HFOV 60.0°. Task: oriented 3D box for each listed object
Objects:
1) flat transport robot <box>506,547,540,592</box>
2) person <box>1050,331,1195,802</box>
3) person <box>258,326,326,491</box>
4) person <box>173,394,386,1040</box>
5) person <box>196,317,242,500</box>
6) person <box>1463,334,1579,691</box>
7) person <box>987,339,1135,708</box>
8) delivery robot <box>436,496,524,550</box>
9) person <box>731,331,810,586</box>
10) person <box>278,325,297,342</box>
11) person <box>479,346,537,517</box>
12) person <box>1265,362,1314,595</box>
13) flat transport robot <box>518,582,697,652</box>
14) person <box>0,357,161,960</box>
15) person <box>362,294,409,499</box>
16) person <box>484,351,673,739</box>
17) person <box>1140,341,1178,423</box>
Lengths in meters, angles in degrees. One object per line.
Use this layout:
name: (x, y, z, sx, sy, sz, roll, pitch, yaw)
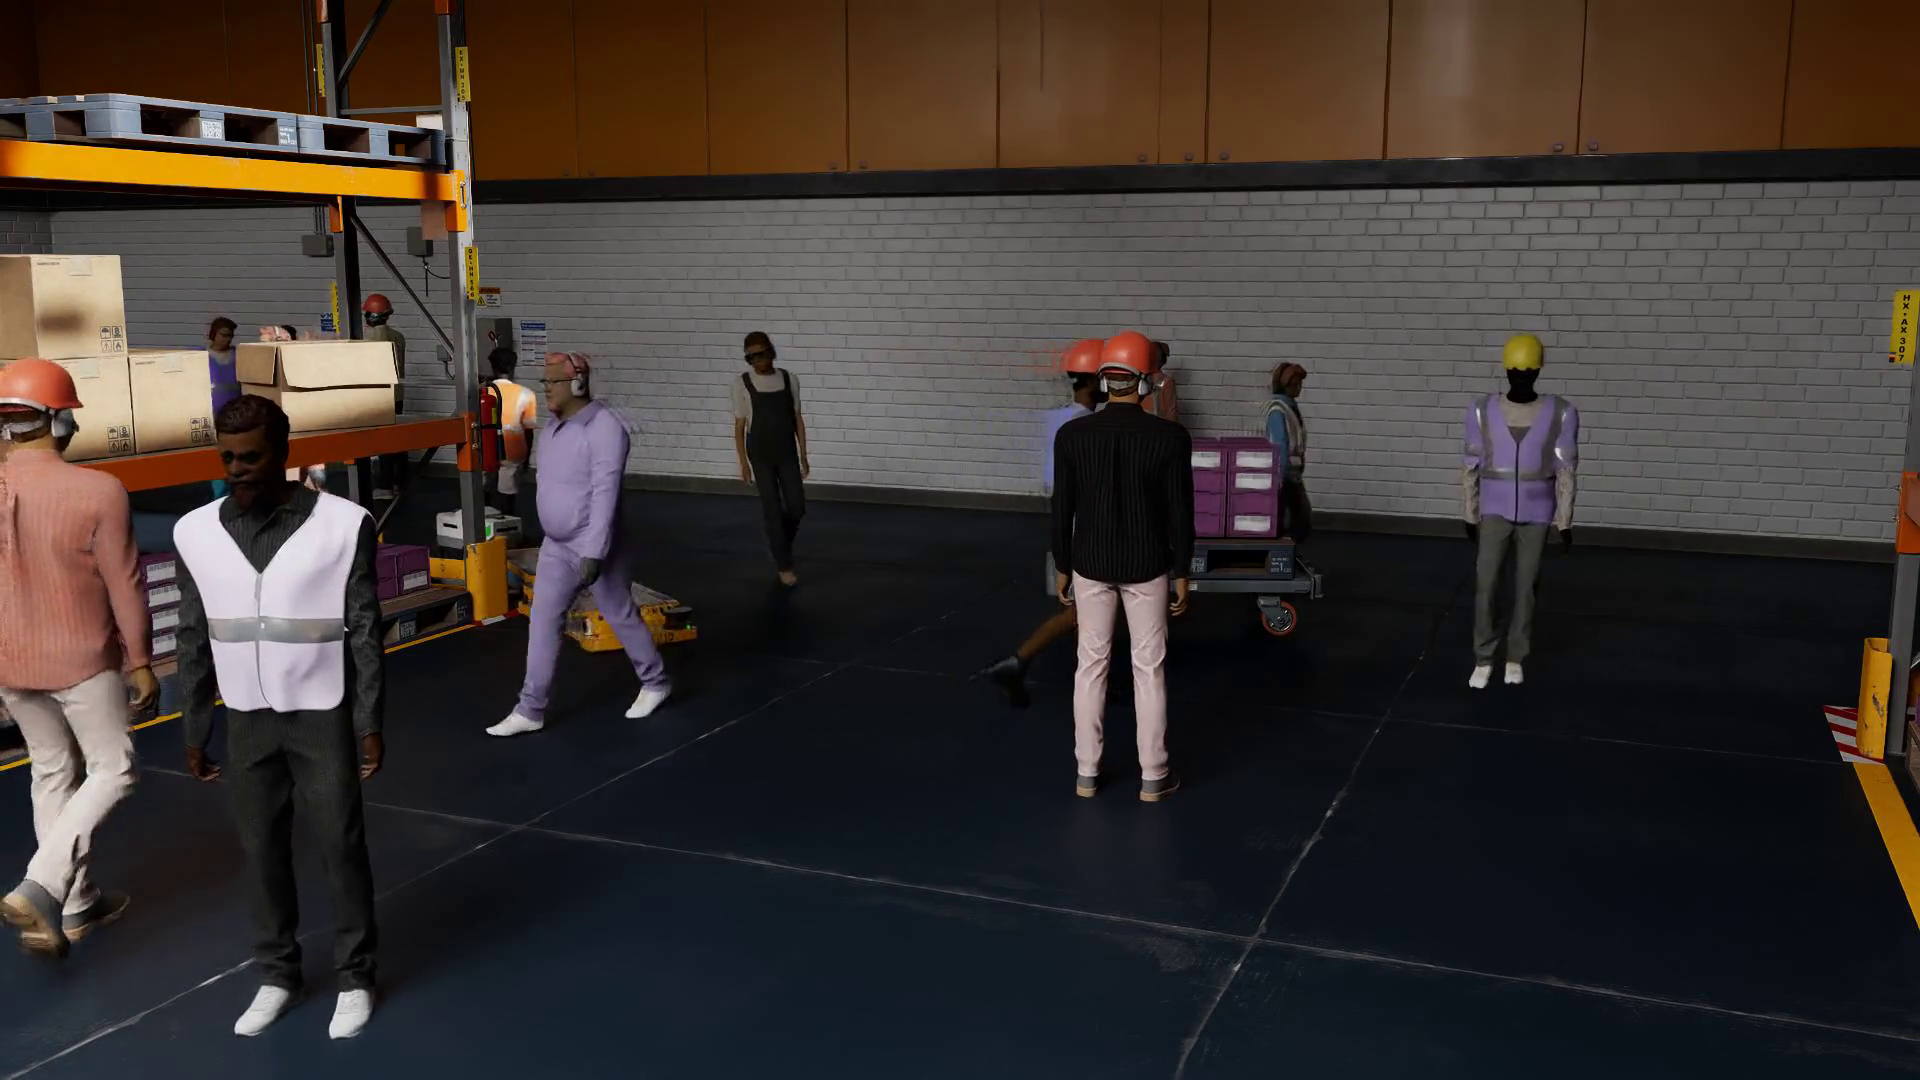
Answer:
flat transport robot: (-2.825, 0.224, 11.636, 0.652, 0.197, 1.431, -5, 11, -28)
person: (0.694, 0.115, 7.083, 0.613, 1.994, 0.395, 3, 10, 19)
person: (-4.724, -0.577, 11.730, 1.012, 1.853, 0.663, -6, 11, -33)
person: (-1.995, 0.518, 4.921, 0.601, 1.906, 0.411, 0, 9, -2)
person: (-6.834, -1.154, 15.359, 0.761, 1.813, 0.570, 8, 12, 40)
person: (2.972, -0.137, 8.871, 0.589, 1.903, 0.658, 3, 10, 20)
person: (0.561, -0.057, 8.410, 0.782, 1.911, 0.551, -1, 9, -8)
delivery robot: (-3.572, -0.084, 12.358, 0.707, 0.478, 0.477, 8, 12, 39)
person: (-1.360, -0.585, 11.890, 0.558, 1.814, 0.538, -4, 10, -23)
person: (-6.489, -1.224, 16.093, 0.321, 1.697, 0.529, -1, 9, -4)
person: (-3.469, -0.627, 12.550, 0.559, 1.662, 0.564, -3, 10, -16)
person: (2.216, -0.407, 11.390, 0.386, 1.619, 0.518, 5, 11, 28)
flat transport robot: (-2.218, 0.435, 10.353, 0.652, 0.197, 1.431, -6, 11, -31)
person: (-2.964, 0.404, 5.385, 0.619, 1.977, 0.675, 1, 9, 6)
person: (-5.626, -1.397, 16.237, 0.373, 1.997, 0.618, 2, 10, 13)
person: (-1.838, 0.012, 8.136, 0.650, 1.866, 0.988, 8, 12, 40)
person: (1.627, -0.840, 13.927, 0.306, 1.645, 0.523, -7, 12, -37)
